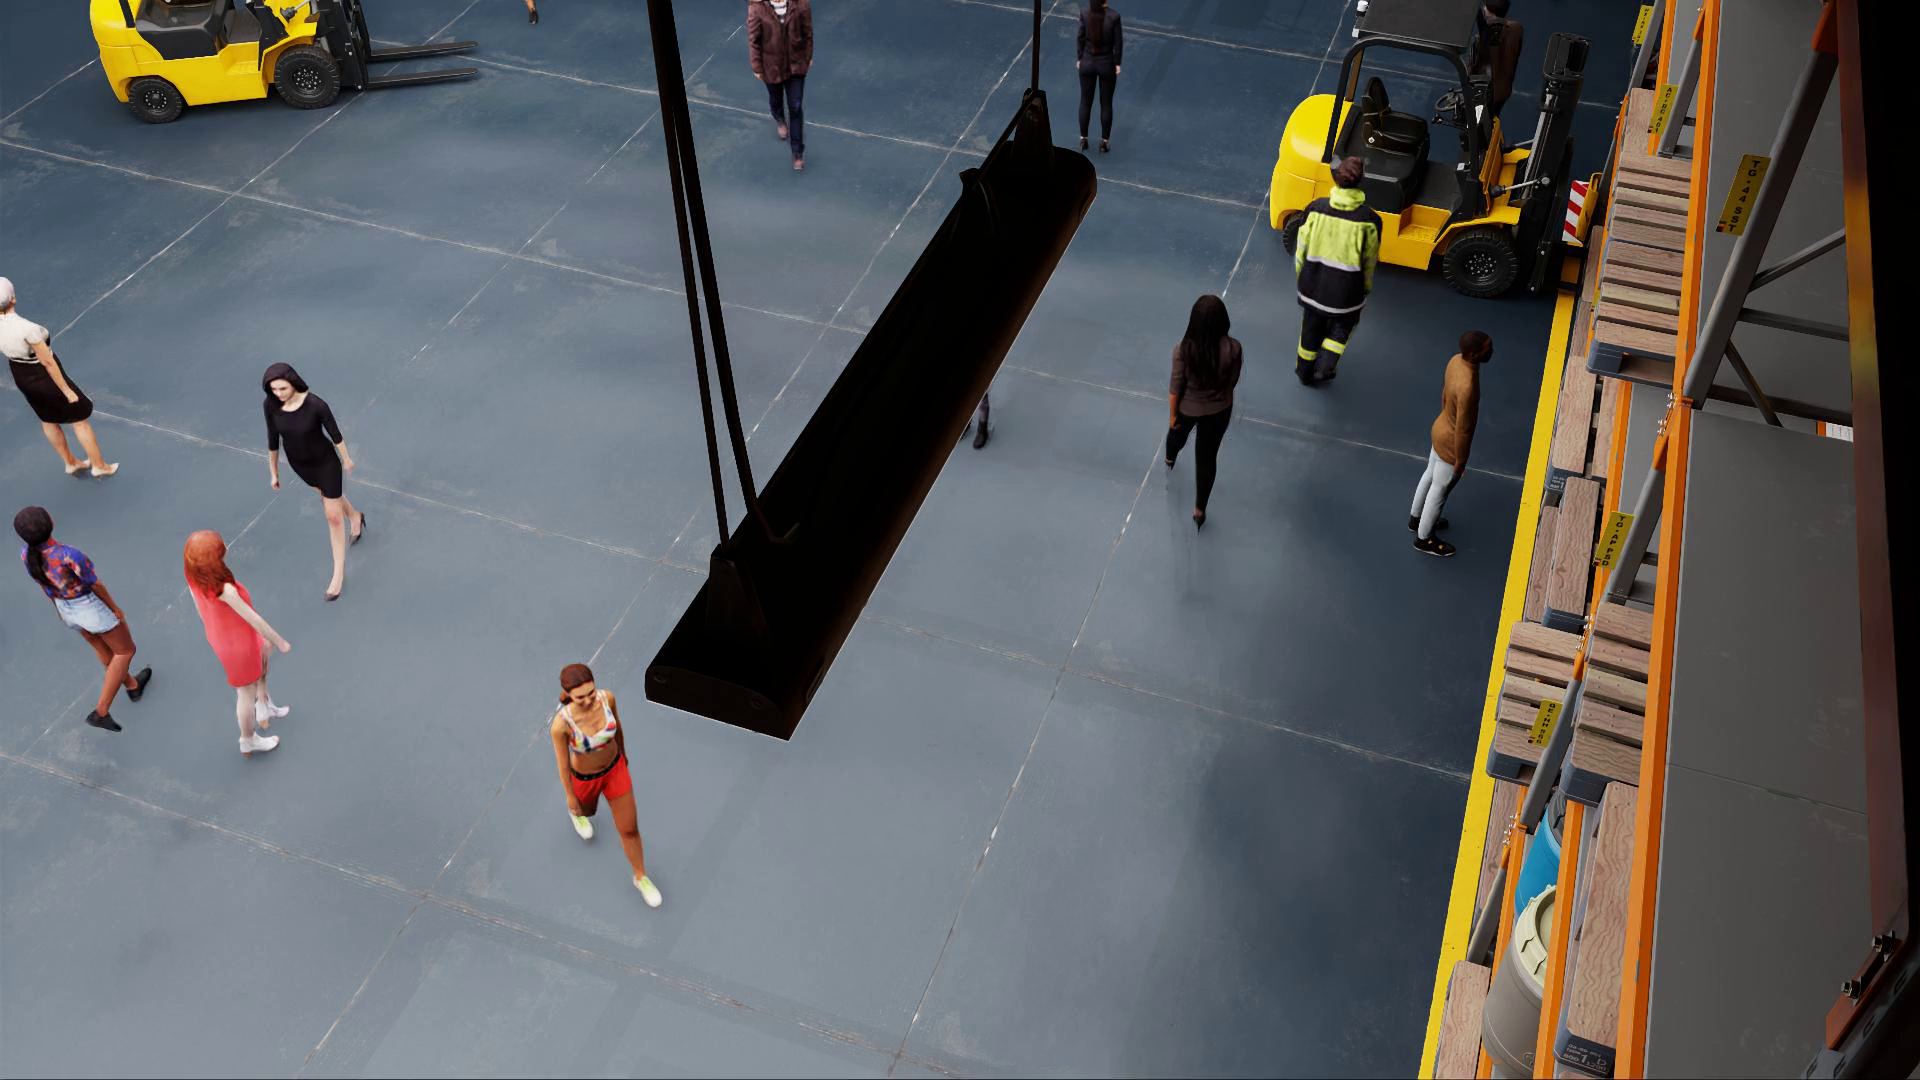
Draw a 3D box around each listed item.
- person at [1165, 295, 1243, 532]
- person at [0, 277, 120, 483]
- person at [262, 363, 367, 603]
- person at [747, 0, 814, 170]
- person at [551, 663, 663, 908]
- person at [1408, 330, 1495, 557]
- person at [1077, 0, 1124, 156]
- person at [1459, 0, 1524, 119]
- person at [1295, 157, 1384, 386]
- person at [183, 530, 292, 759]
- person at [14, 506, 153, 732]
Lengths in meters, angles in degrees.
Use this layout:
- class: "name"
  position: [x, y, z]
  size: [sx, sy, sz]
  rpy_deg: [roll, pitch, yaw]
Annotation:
- class: "person"
  position: [1.690, -0.821, 11.545]
  size: [0.860, 1.800, 1.168]
  rpy_deg: [2, 44, 2]
- class: "person"
  position: [-6.578, -1.084, 11.860]
  size: [0.676, 1.746, 0.572]
  rpy_deg: [13, 45, 13]
- class: "person"
  position: [-4.321, -0.544, 11.283]
  size: [0.750, 1.760, 1.144]
  rpy_deg: [7, 44, 7]
- class: "person"
  position: [-1.650, -4.423, 15.325]
  size: [1.148, 1.801, 1.332]
  rpy_deg: [-8, 44, -9]
- class: "person"
  position: [-2.094, 1.278, 9.376]
  size: [1.148, 1.753, 1.030]
  rpy_deg: [-30, 51, -27]
- class: "person"
  position: [3.359, -0.685, 11.391]
  size: [0.761, 1.816, 0.589]
  rpy_deg: [2, 44, 2]
- class: "person"
  position: [1.278, -4.359, 15.323]
  size: [0.572, 1.712, 0.481]
  rpy_deg: [13, 45, 13]
- class: "person"
  position: [4.750, -3.983, 14.823]
  size: [0.780, 1.857, 0.851]
  rpy_deg: [-10, 45, -10]
- class: "person"
  position: [2.815, -1.960, 12.619]
  size: [0.785, 1.967, 0.714]
  rpy_deg: [17, 46, 17]
- class: "person"
  position: [-4.400, 0.698, 9.950]
  size: [0.718, 1.801, 0.785]
  rpy_deg: [28, 50, 26]
- class: "person"
  position: [-5.392, 0.502, 10.208]
  size: [0.674, 1.730, 0.948]
  rpy_deg: [8, 44, 8]
